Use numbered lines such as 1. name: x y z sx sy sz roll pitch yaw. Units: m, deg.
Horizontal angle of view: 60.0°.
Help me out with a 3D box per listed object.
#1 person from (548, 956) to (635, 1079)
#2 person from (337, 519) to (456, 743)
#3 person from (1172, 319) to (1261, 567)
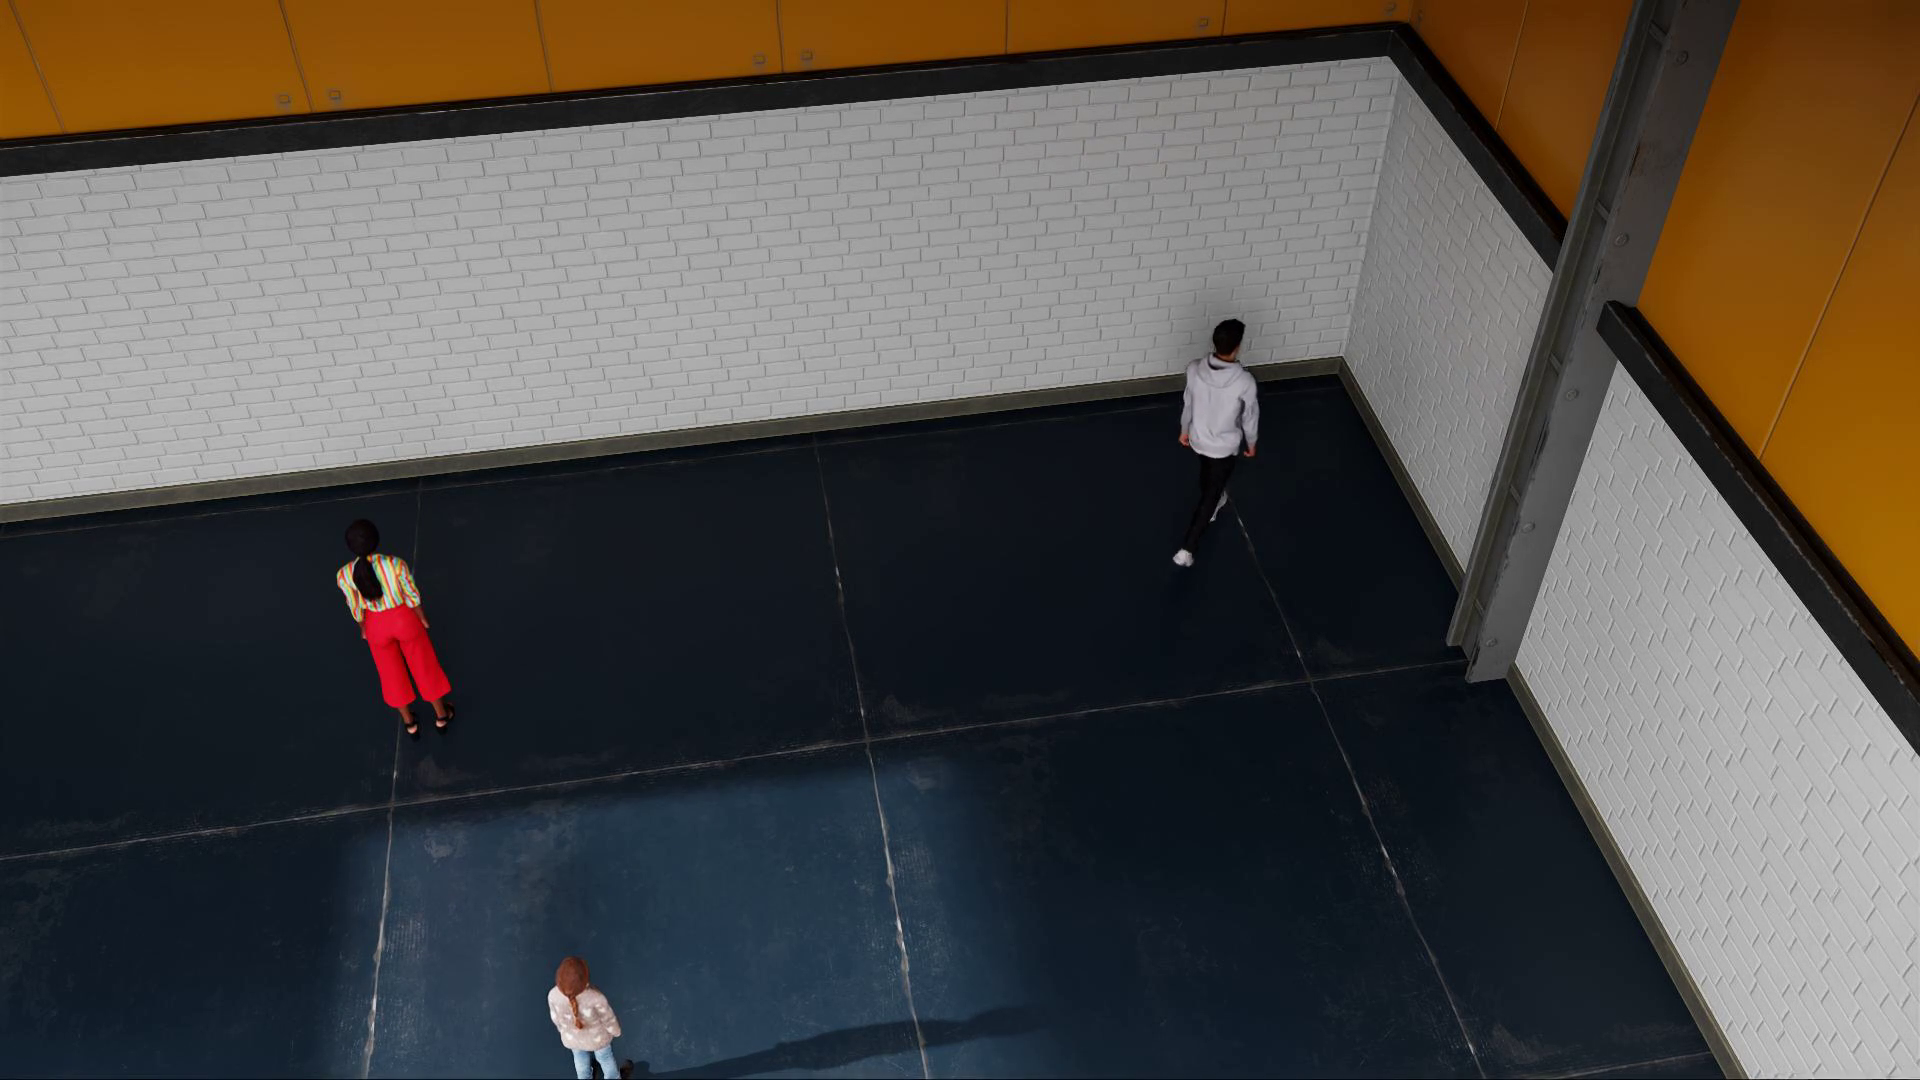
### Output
1. person: -1.938 2.533 8.624 0.530 1.194 0.525 3 44 3
2. person: -3.490 0.561 10.262 0.606 1.792 0.540 -10 44 -10
3. person: 1.720 -0.640 11.448 1.200 1.894 1.312 23 48 22
